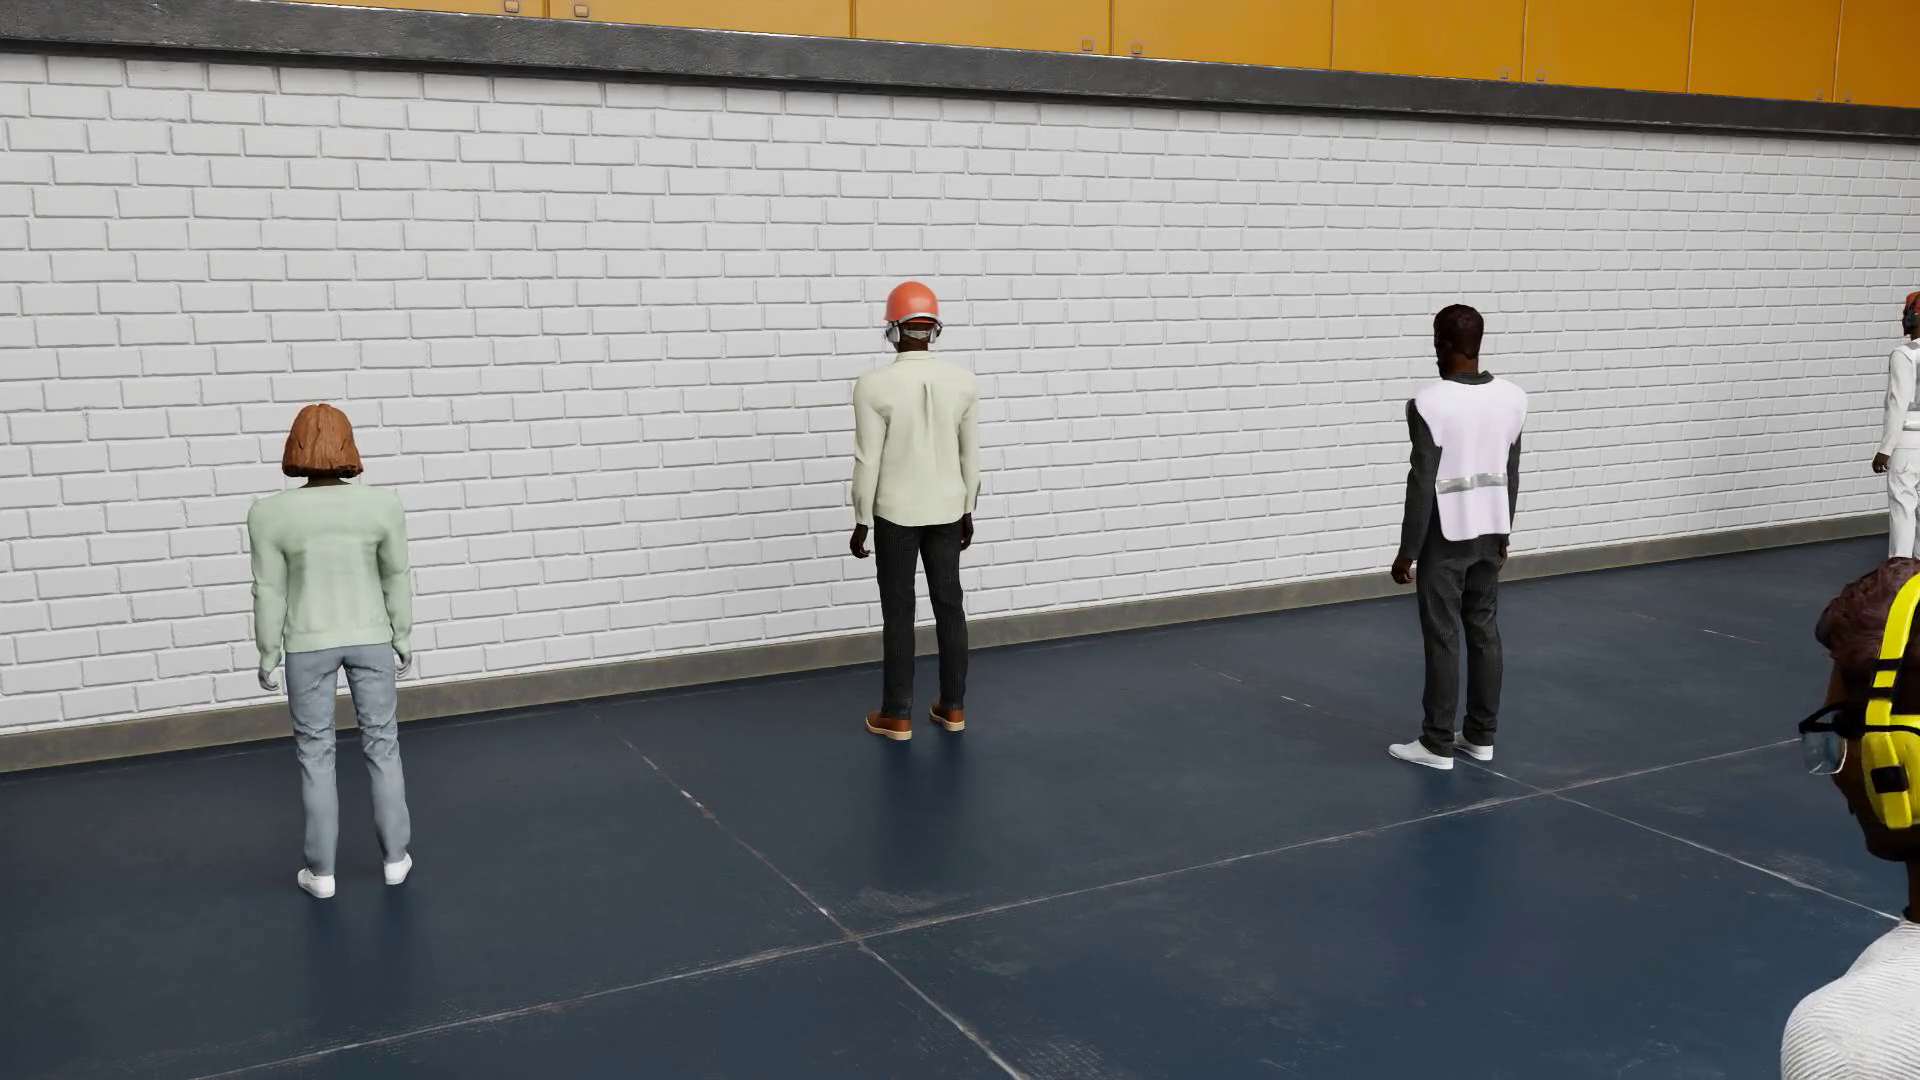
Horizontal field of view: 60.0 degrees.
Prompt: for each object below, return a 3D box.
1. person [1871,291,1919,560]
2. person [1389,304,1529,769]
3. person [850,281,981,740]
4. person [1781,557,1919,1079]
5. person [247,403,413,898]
[{"bbox_3d":[5.895,-0.591,10.305,0.573,1.883,0.355,-5,11,-27],"label":"person"},{"bbox_3d":[2.052,-0.006,6.849,0.587,1.914,0.392,-5,11,-27],"label":"person"},{"bbox_3d":[-0.198,-0.123,7.279,0.610,1.996,0.379,-5,11,-27],"label":"person"},{"bbox_3d":[0.880,0.936,1.569,0.517,1.865,0.328,-5,11,-27],"label":"person"},{"bbox_3d":[-2.064,0.366,5.504,0.498,1.634,0.280,-5,11,-27],"label":"person"}]
